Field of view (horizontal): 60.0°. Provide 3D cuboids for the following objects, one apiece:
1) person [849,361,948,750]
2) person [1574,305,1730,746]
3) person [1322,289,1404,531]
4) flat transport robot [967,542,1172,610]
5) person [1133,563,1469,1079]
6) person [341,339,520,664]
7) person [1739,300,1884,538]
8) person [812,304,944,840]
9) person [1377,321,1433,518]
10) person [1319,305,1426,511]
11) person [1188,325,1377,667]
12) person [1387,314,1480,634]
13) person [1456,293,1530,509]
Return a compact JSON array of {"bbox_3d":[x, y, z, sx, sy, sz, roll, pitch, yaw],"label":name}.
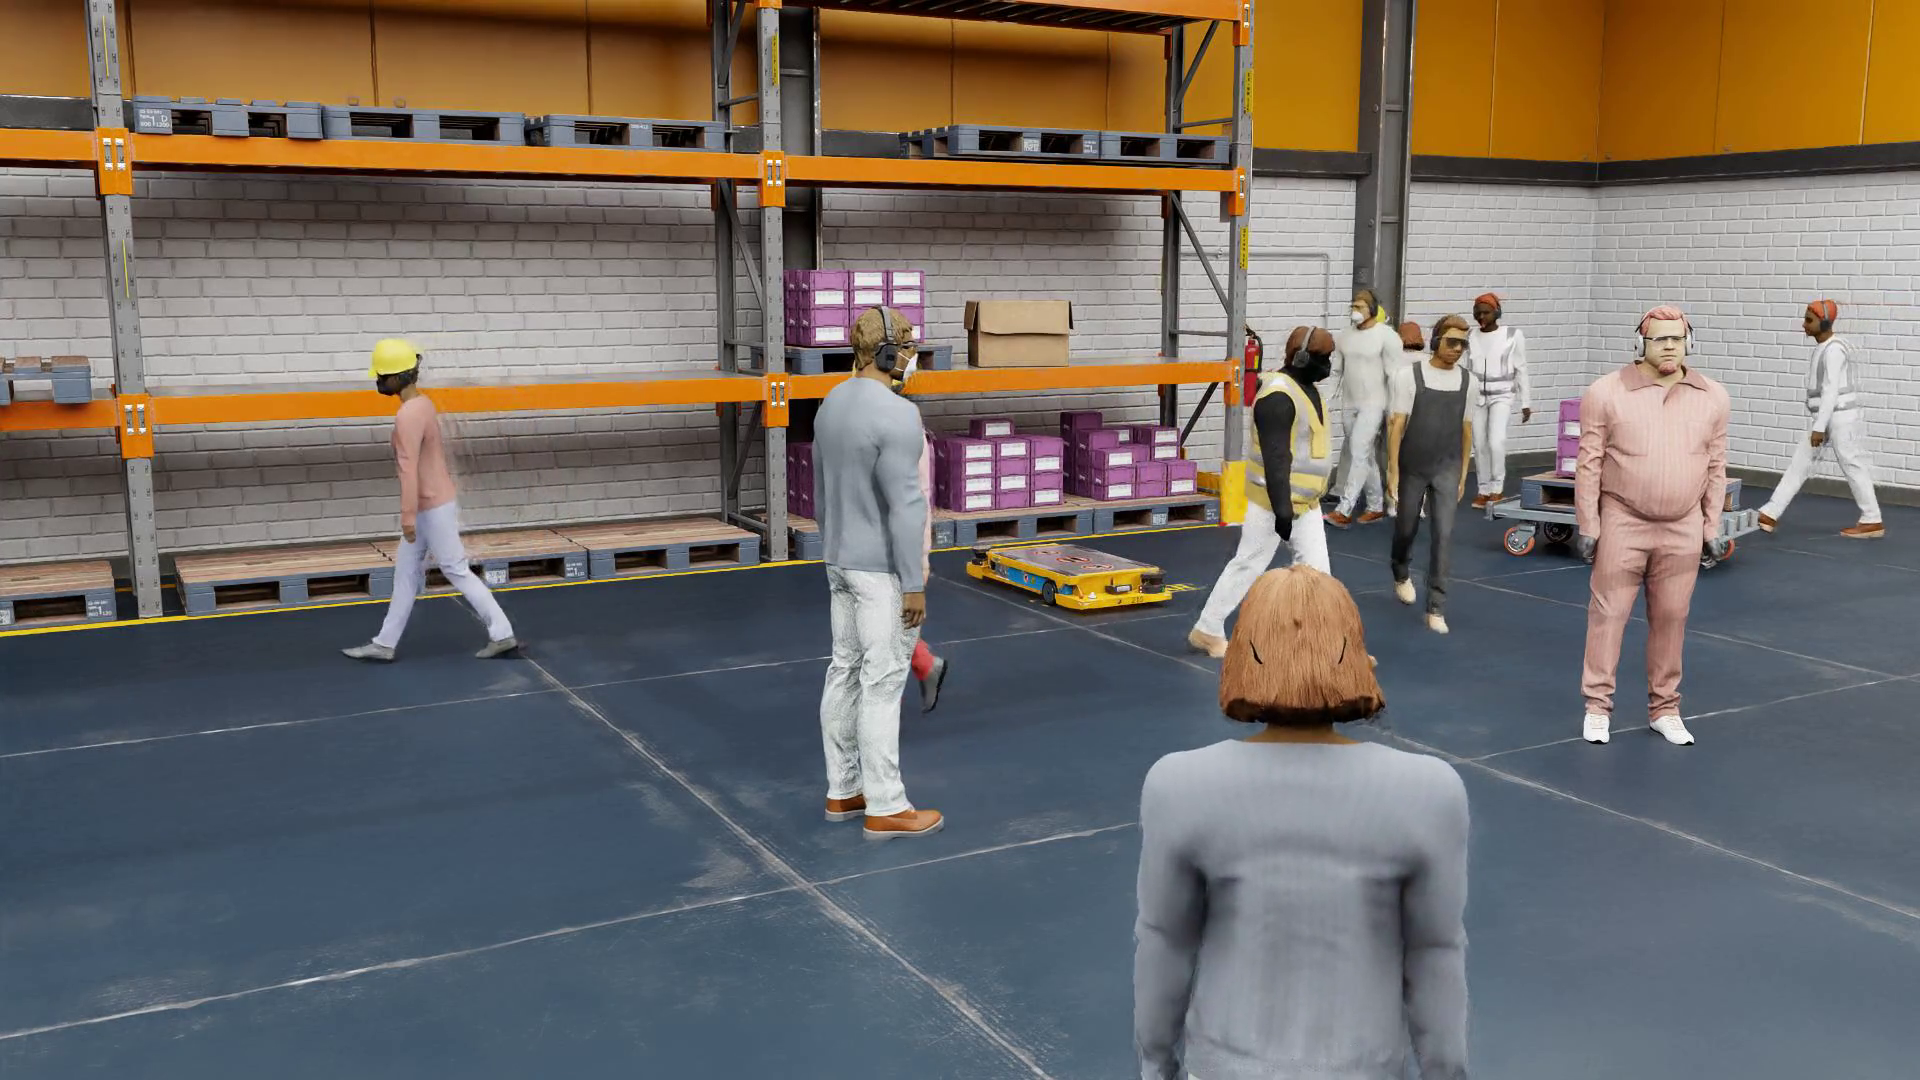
[{"bbox_3d":[-0.309,0.019,7.259,0.731,1.744,0.533,-9,13,-43],"label":"person"},{"bbox_3d":[2.999,-0.056,7.224,0.643,1.909,0.410,1,9,4],"label":"person"},{"bbox_3d":[3.110,-1.028,13.185,0.981,1.895,0.642,-6,11,-33],"label":"person"},{"bbox_3d":[0.667,0.207,10.595,0.652,0.197,1.431,-5,11,-28],"label":"flat transport robot"},{"bbox_3d":[0.518,0.846,2.590,0.520,1.616,0.405,2,10,14],"label":"person"},{"bbox_3d":[-2.749,-0.186,8.620,0.894,1.706,0.531,-2,10,-13],"label":"person"},{"bbox_3d":[6.605,-0.917,12.737,1.054,1.807,0.586,2,10,13],"label":"person"},{"bbox_3d":[-0.314,0.116,6.083,0.366,1.938,0.630,-6,11,-32],"label":"person"},{"bbox_3d":[3.707,-0.993,13.794,0.503,1.639,0.276,3,10,19],"label":"person"},{"bbox_3d":[3.538,-1.130,14.177,0.927,1.778,0.605,3,10,15],"label":"person"},{"bbox_3d":[1.654,-0.217,8.615,0.982,1.789,0.644,6,11,32],"label":"person"},{"bbox_3d":[2.729,-0.414,9.728,0.533,1.821,0.863,0,9,2],"label":"person"},{"bbox_3d":[4.526,-1.167,14.152,0.629,1.850,0.559,7,12,37],"label":"person"}]
